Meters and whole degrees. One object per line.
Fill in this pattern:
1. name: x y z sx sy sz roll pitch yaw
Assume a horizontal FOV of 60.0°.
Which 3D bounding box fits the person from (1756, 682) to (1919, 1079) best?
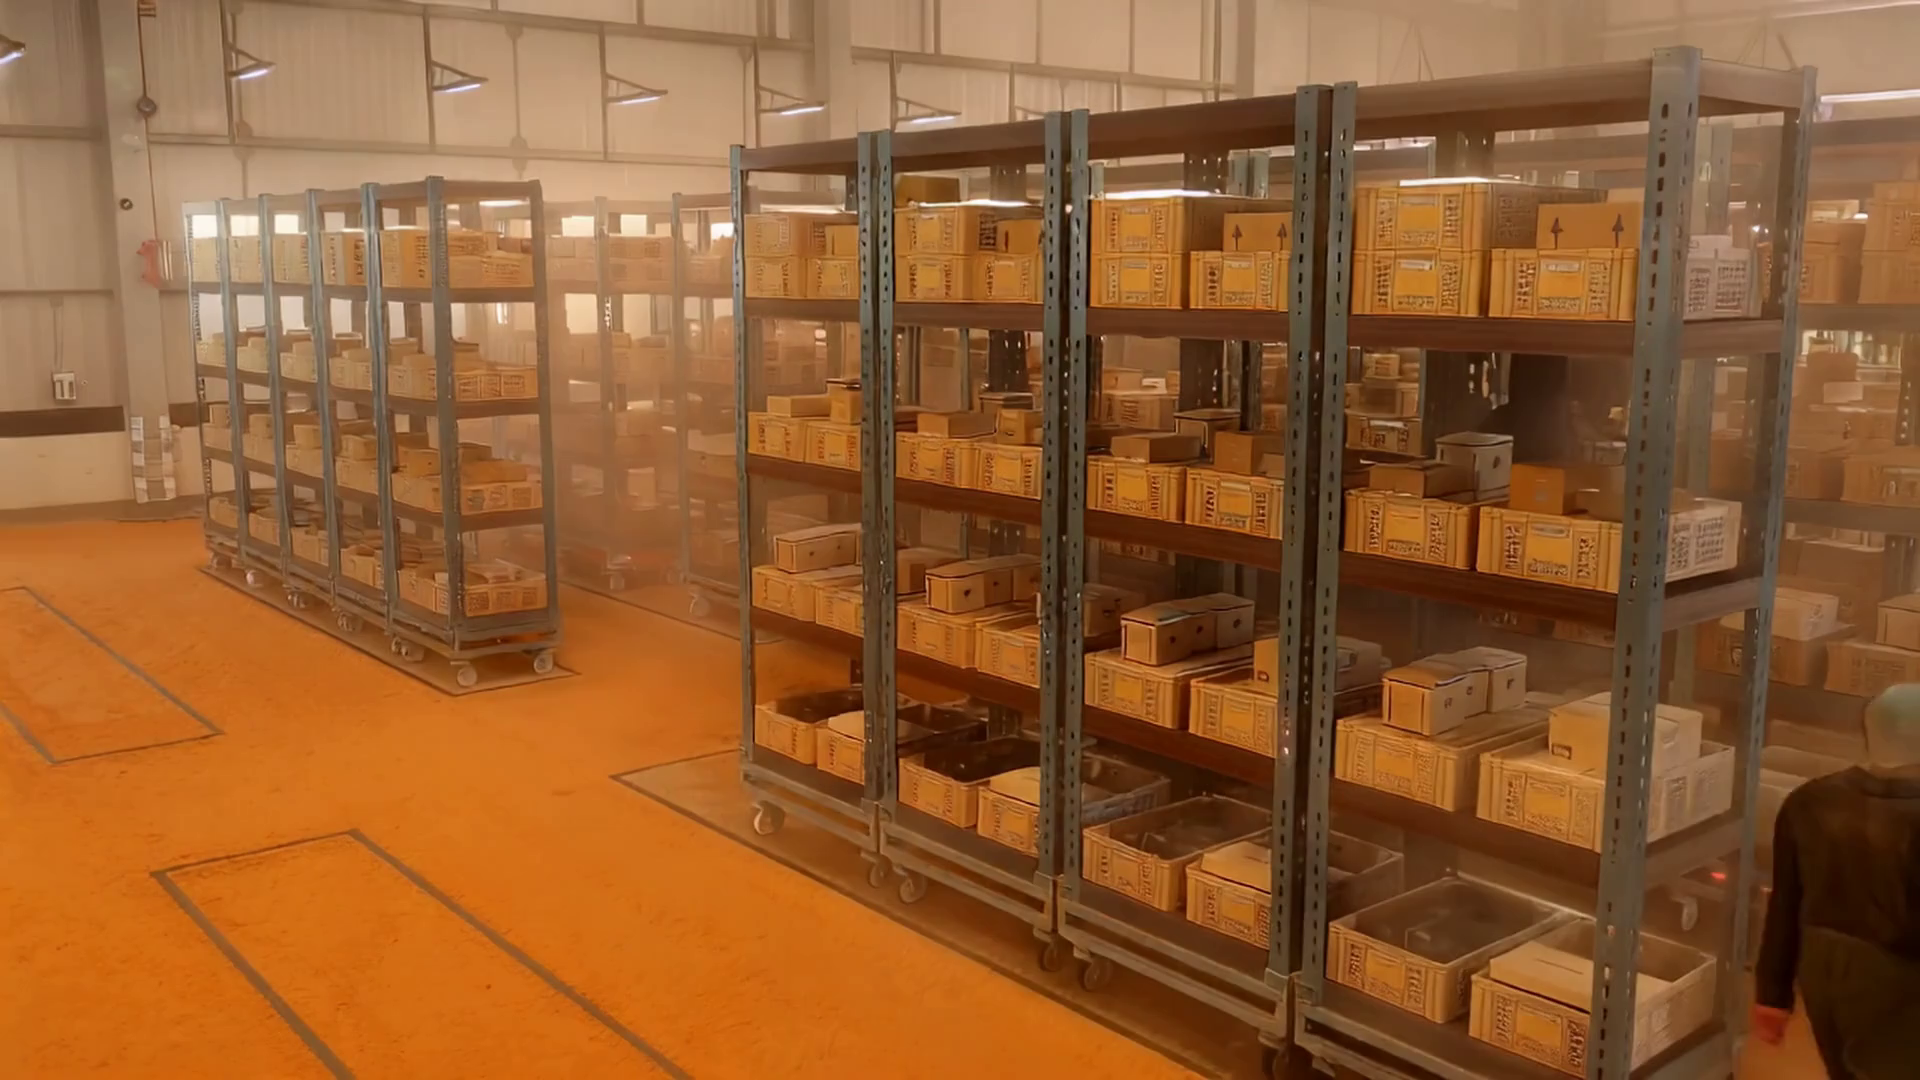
1. person: 2.523 1.323 4.627 0.867 1.876 0.650 -4 10 -23
